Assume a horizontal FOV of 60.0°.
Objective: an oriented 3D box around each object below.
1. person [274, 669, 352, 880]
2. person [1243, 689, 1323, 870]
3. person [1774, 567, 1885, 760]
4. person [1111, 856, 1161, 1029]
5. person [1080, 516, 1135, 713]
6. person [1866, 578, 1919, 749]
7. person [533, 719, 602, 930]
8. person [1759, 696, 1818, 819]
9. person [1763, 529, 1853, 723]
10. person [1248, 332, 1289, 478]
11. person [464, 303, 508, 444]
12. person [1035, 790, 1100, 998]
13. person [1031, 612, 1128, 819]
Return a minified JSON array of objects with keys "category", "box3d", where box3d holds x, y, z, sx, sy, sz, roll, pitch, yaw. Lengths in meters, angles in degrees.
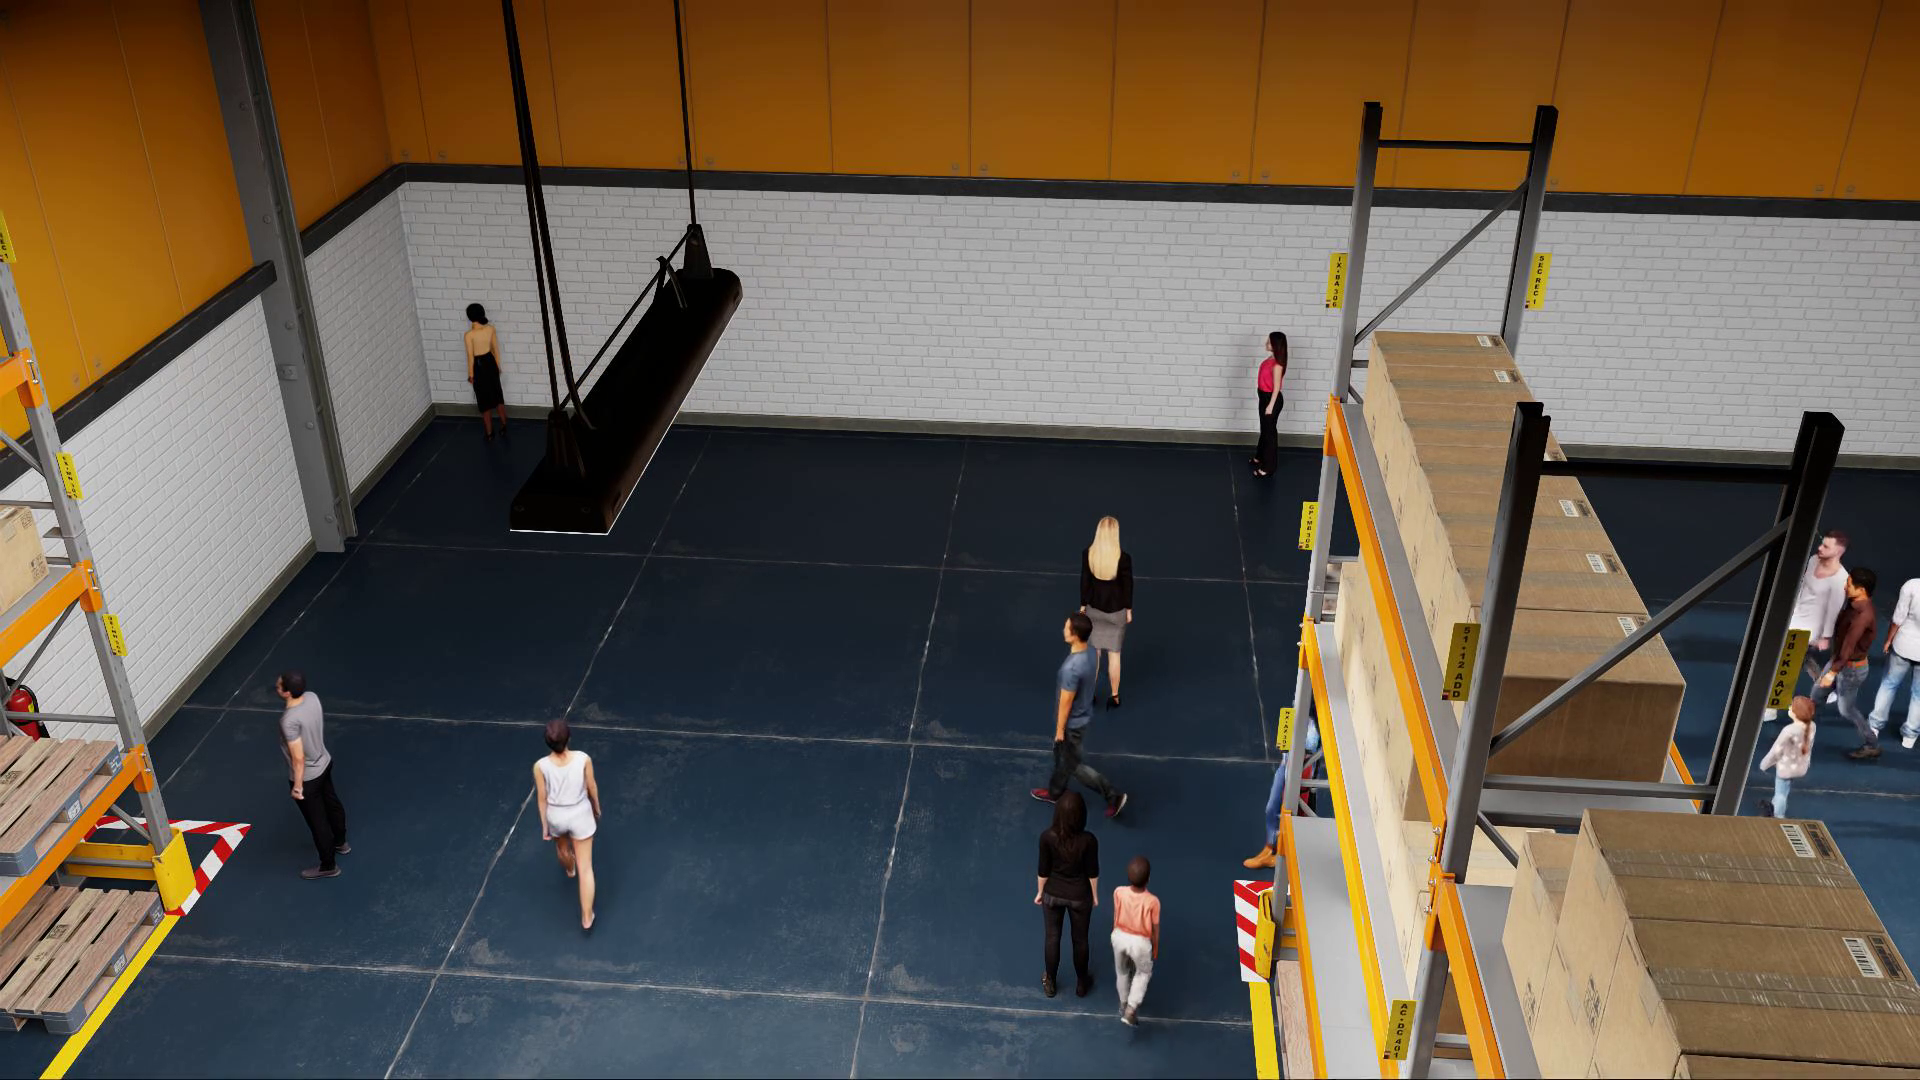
[{"category":"person","box3d":[-4.779,1.685,12.229,0.681,1.753,0.500,0,29,1]},{"category":"person","box3d":[2.557,1.779,12.127,0.769,1.686,1.027,-1,29,-2]},{"category":"person","box3d":[7.240,1.052,13.399,0.838,1.744,1.035,10,30,17]},{"category":"person","box3d":[1.116,2.665,10.908,0.595,1.298,0.744,11,31,20]},{"category":"person","box3d":[1.230,0.638,14.056,0.645,1.841,0.602,8,30,14]},{"category":"person","box3d":[7.878,0.864,13.675,0.722,1.810,0.722,16,33,27]},{"category":"person","box3d":[-2.761,2.036,11.797,0.790,1.550,1.139,-6,29,-10]},{"category":"person","box3d":[6.384,1.738,12.723,0.616,1.186,0.673,-9,30,-17]},{"category":"person","box3d":[7.184,0.711,13.953,0.762,1.812,0.997,1,29,2]},{"category":"person","box3d":[3.381,-1.502,18.169,0.644,1.660,0.466,1,29,1]},{"category":"person","box3d":[-5.407,-1.910,18.923,0.733,1.654,0.651,23,36,36]},{"category":"person","box3d":[0.714,2.370,11.090,0.581,1.642,0.506,4,29,6]},{"category":"person","box3d":[0.959,1.381,12.750,0.906,1.788,1.059,10,30,18]}]
